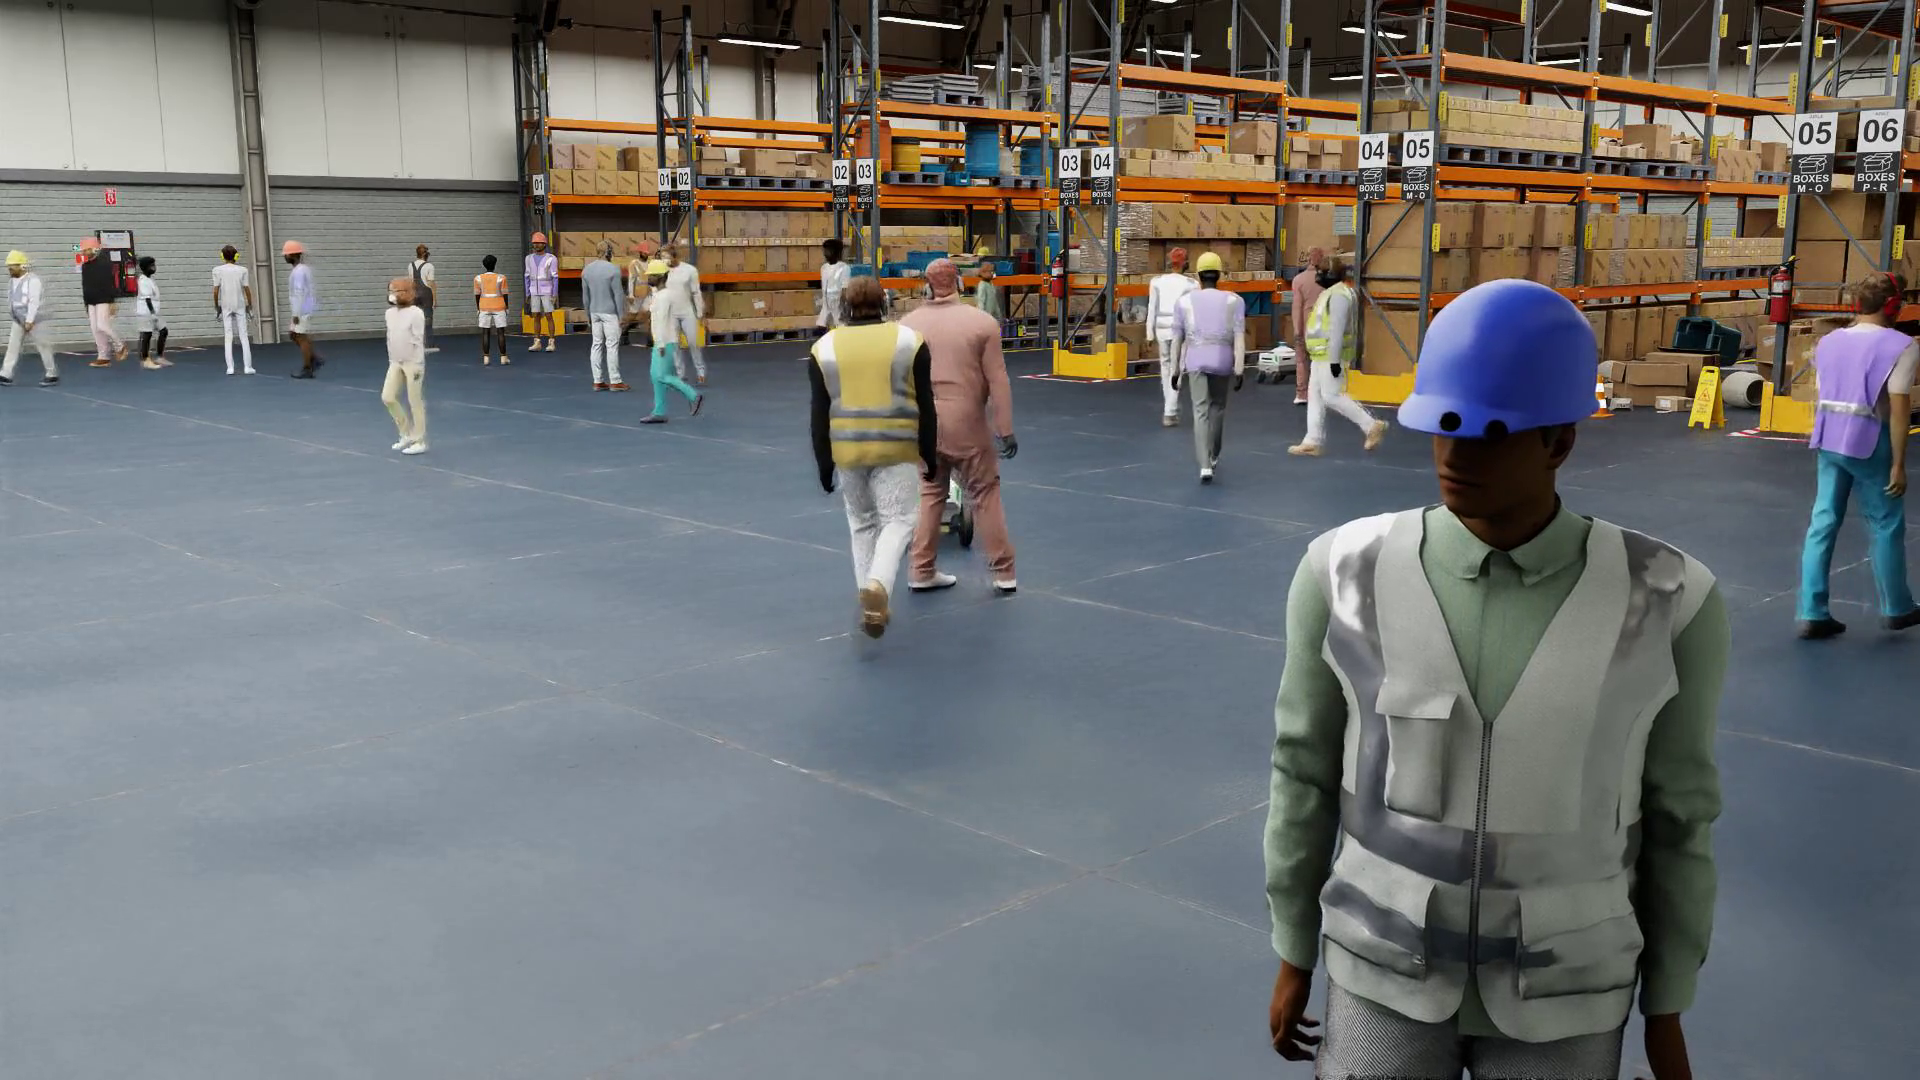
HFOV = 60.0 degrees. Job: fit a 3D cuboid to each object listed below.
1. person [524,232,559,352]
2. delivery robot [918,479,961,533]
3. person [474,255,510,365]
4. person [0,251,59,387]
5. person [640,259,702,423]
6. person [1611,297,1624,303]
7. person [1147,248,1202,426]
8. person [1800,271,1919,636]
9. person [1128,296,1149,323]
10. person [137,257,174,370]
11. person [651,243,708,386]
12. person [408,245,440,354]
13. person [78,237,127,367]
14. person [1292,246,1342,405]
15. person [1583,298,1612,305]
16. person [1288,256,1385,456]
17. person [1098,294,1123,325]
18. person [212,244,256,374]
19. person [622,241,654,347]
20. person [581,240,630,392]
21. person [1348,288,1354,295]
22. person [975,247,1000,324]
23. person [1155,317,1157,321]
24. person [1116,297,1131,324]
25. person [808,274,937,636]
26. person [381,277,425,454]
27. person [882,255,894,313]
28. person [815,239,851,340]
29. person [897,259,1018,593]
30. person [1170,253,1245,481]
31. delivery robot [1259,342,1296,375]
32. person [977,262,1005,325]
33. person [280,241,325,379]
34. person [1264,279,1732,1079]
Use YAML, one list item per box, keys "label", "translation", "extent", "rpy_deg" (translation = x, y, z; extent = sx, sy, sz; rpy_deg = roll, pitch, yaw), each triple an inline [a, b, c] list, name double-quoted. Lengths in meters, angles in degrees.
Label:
- label: "person"
  translation: [-7.244, -4.282, 28.760]
  extent: [0.614, 2.047, 0.361]
  rpy_deg: [2, 11, 12]
- label: "delivery robot"
  translation: [-0.207, -0.308, 11.024]
  extent: [0.477, 0.478, 0.707]
  rpy_deg: [-2, 10, -9]
- label: "person"
  translation: [-7.276, -3.580, 25.891]
  extent: [0.534, 1.697, 0.318]
  rpy_deg: [-1, 10, -5]
- label: "person"
  translation: [-12.447, -2.914, 22.030]
  extent: [0.591, 1.777, 0.940]
  rpy_deg: [4, 11, 23]
- label: "person"
  translation: [-3.125, -2.124, 17.798]
  extent: [0.586, 1.745, 0.535]
  rpy_deg: [-3, 11, -14]
- label: "person"
  translation: [11.943, -4.540, 30.625]
  extent: [0.575, 1.882, 0.338]
  rpy_deg: [4, 11, 23]
- label: "person"
  translation: [2.342, -2.169, 17.741]
  extent: [0.605, 1.856, 0.796]
  rpy_deg: [6, 12, 29]
- label: "person"
  translation: [4.611, -0.427, 8.357]
  extent: [0.854, 1.812, 0.596]
  rpy_deg: [-5, 11, -24]
- label: "person"
  translation: [3.117, -3.876, 27.738]
  extent: [0.756, 1.600, 0.534]
  rpy_deg: [-9, 14, -39]
- label: "person"
  translation: [-12.052, -3.395, 24.909]
  extent: [0.544, 1.676, 0.561]
  rpy_deg: [-3, 11, -15]
- label: "person"
  translation: [-3.759, -2.990, 22.132]
  extent: [0.674, 1.895, 0.462]
  rpy_deg: [-1, 10, -5]
- label: "person"
  translation: [-9.175, -4.121, 28.456]
  extent: [0.502, 1.839, 0.330]
  rpy_deg: [3, 11, 17]
- label: "person"
  translation: [-13.168, -3.638, 25.432]
  extent: [0.645, 1.976, 0.481]
  rpy_deg: [5, 11, 25]
- label: "person"
  translation: [4.191, -2.503, 19.538]
  extent: [0.637, 1.882, 0.823]
  rpy_deg: [-1, 10, -8]
- label: "person"
  translation: [11.176, -4.264, 29.131]
  extent: [0.527, 1.871, 0.861]
  rpy_deg: [2, 11, 11]
- label: "person"
  translation: [3.449, -1.668, 15.138]
  extent: [0.782, 1.819, 0.651]
  rpy_deg: [1, 10, 4]
- label: "person"
  translation: [3.360, -5.638, 36.374]
  extent: [0.905, 1.960, 0.647]
  rpy_deg: [-10, 14, -43]
- label: "person"
  translation: [-10.537, -3.342, 24.120]
  extent: [0.534, 1.868, 0.309]
  rpy_deg: [-3, 11, -17]
- label: "person"
  translation: [-5.828, -4.469, 30.193]
  extent: [0.569, 1.900, 0.880]
  rpy_deg: [-10, 14, -43]
- label: "person"
  translation: [-4.590, -2.898, 21.529]
  extent: [0.627, 1.934, 0.371]
  rpy_deg: [5, 12, 27]
- label: "person"
  translation: [7.916, -5.270, 34.293]
  extent: [0.388, 1.992, 0.622]
  rpy_deg: [-10, 15, -44]
- label: "person"
  translation: [0.507, -4.718, 31.873]
  extent: [0.582, 1.790, 0.951]
  rpy_deg: [8, 13, 36]
- label: "person"
  translation: [3.873, -5.129, 33.966]
  extent: [0.589, 1.833, 0.404]
  rpy_deg: [6, 12, 28]
- label: "person"
  translation: [2.818, -4.162, 29.242]
  extent: [0.488, 1.618, 0.555]
  rpy_deg: [-7, 13, -34]
- label: "person"
  translation: [-0.447, -0.417, 8.335]
  extent: [0.633, 1.815, 0.759]
  rpy_deg: [2, 11, 9]
- label: "person"
  translation: [-5.109, -1.598, 15.299]
  extent: [0.501, 1.620, 0.356]
  rpy_deg: [5, 12, 27]
- label: "person"
  translation: [-1.397, -4.440, 30.765]
  extent: [0.312, 1.633, 0.533]
  rpy_deg: [-7, 13, -34]
- label: "person"
  translation: [-1.873, -3.387, 24.154]
  extent: [0.625, 1.946, 0.637]
  rpy_deg: [8, 13, 38]
- label: "person"
  translation: [-0.030, -0.632, 9.360]
  extent: [0.752, 1.872, 0.461]
  rpy_deg: [4, 11, 22]
- label: "person"
  translation: [2.056, -1.448, 13.848]
  extent: [0.603, 1.857, 1.093]
  rpy_deg: [1, 10, 5]
- label: "delivery robot"
  translation: [4.432, -2.478, 22.853]
  extent: [0.707, 0.478, 0.477]
  rpy_deg: [-9, 14, -41]
- label: "person"
  translation: [0.423, -3.098, 23.454]
  extent: [0.371, 1.626, 0.516]
  rpy_deg: [2, 11, 13]
- label: "person"
  translation: [-9.315, -3.242, 23.420]
  extent: [0.404, 1.921, 0.582]
  rpy_deg: [-3, 11, -16]
- label: "person"
  translation: [0.732, 0.611, 2.361]
  extent: [0.608, 1.942, 0.403]
  rpy_deg: [4, 11, 20]
